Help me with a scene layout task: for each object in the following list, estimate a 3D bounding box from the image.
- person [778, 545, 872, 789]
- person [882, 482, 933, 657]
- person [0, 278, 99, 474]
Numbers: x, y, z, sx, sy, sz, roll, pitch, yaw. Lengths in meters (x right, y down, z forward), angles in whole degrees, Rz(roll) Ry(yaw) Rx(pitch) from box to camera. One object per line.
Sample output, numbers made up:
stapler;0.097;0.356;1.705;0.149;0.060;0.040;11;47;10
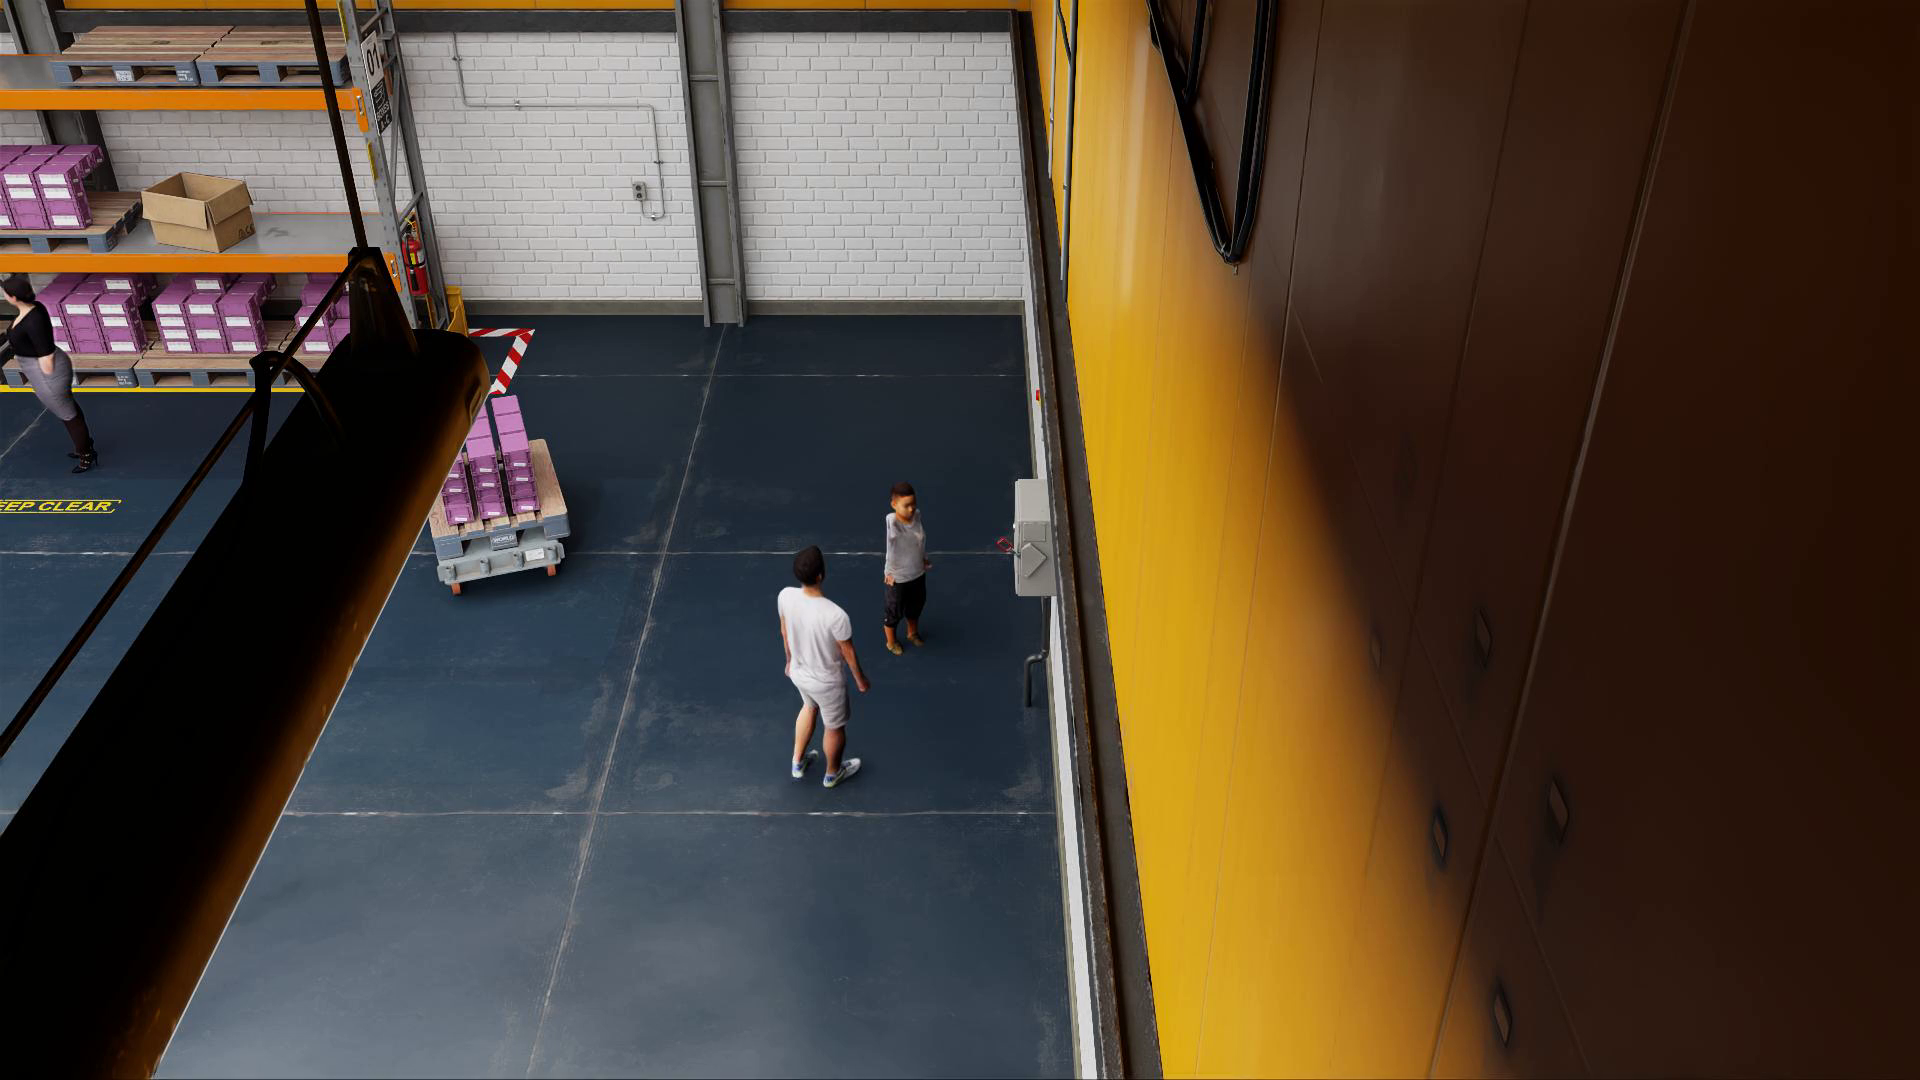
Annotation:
person;-0.916;0.858;10.421;0.813;1.851;0.893;23;40;31
person;-0.399;0.159;11.832;0.613;1.452;0.691;-24;41;-32
person;-7.581;-1.390;13.888;0.782;1.757;0.774;-16;37;-23
